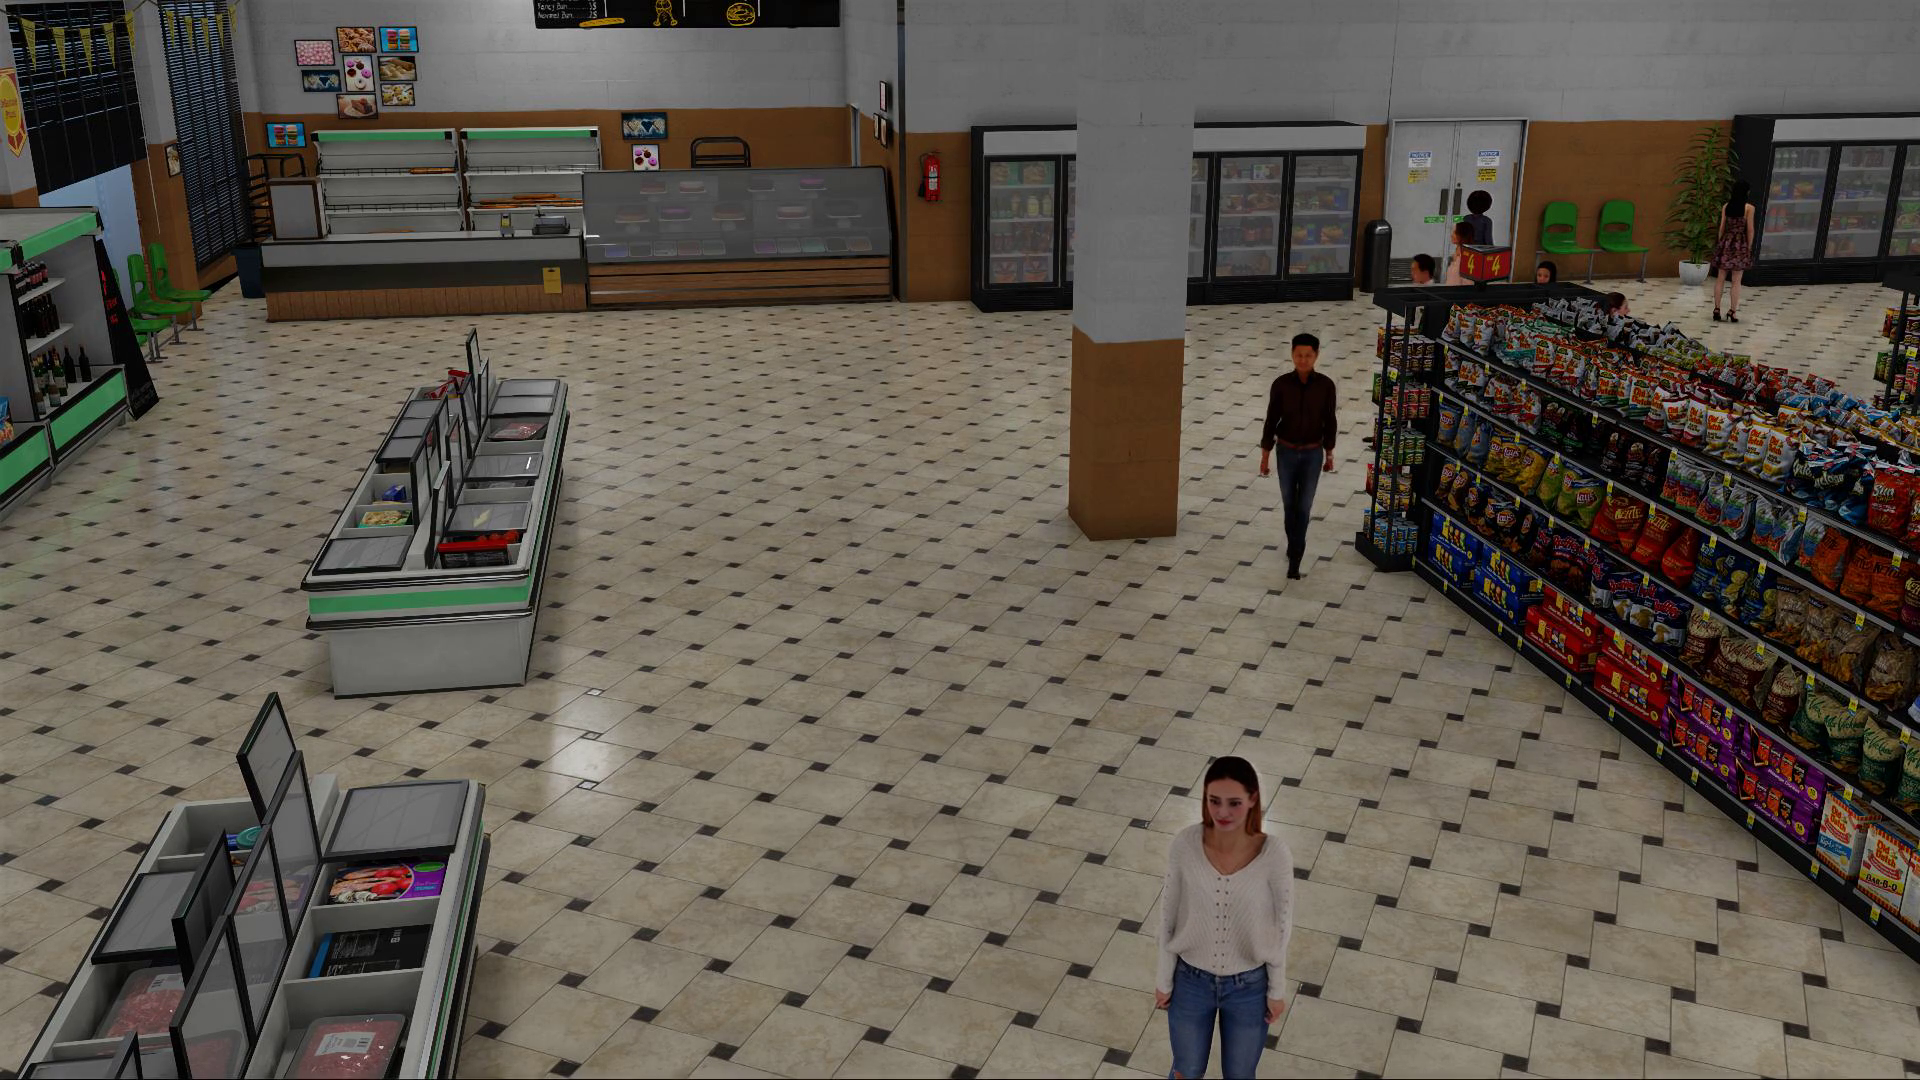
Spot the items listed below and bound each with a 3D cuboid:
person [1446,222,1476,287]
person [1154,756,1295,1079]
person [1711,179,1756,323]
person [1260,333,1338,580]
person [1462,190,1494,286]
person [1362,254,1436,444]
[{"bbox_3d":[5.154,-2.389,17.169,0.696,1.792,0.535,1,19,3],"label":"person"},{"bbox_3d":[0.893,1.522,5.726,0.693,1.692,0.678,4,19,12],"label":"person"},{"bbox_3d":[9.708,-3.630,20.877,0.857,1.773,0.778,-16,24,-39],"label":"person"},{"bbox_3d":[2.444,-0.616,12.007,0.985,1.730,1.251,5,19,13],"label":"person"},{"bbox_3d":[6.268,-3.400,20.295,0.715,1.710,0.619,-17,25,-41],"label":"person"},{"bbox_3d":[4.289,-1.659,15.052,0.906,1.760,1.211,1,19,2],"label":"person"}]
